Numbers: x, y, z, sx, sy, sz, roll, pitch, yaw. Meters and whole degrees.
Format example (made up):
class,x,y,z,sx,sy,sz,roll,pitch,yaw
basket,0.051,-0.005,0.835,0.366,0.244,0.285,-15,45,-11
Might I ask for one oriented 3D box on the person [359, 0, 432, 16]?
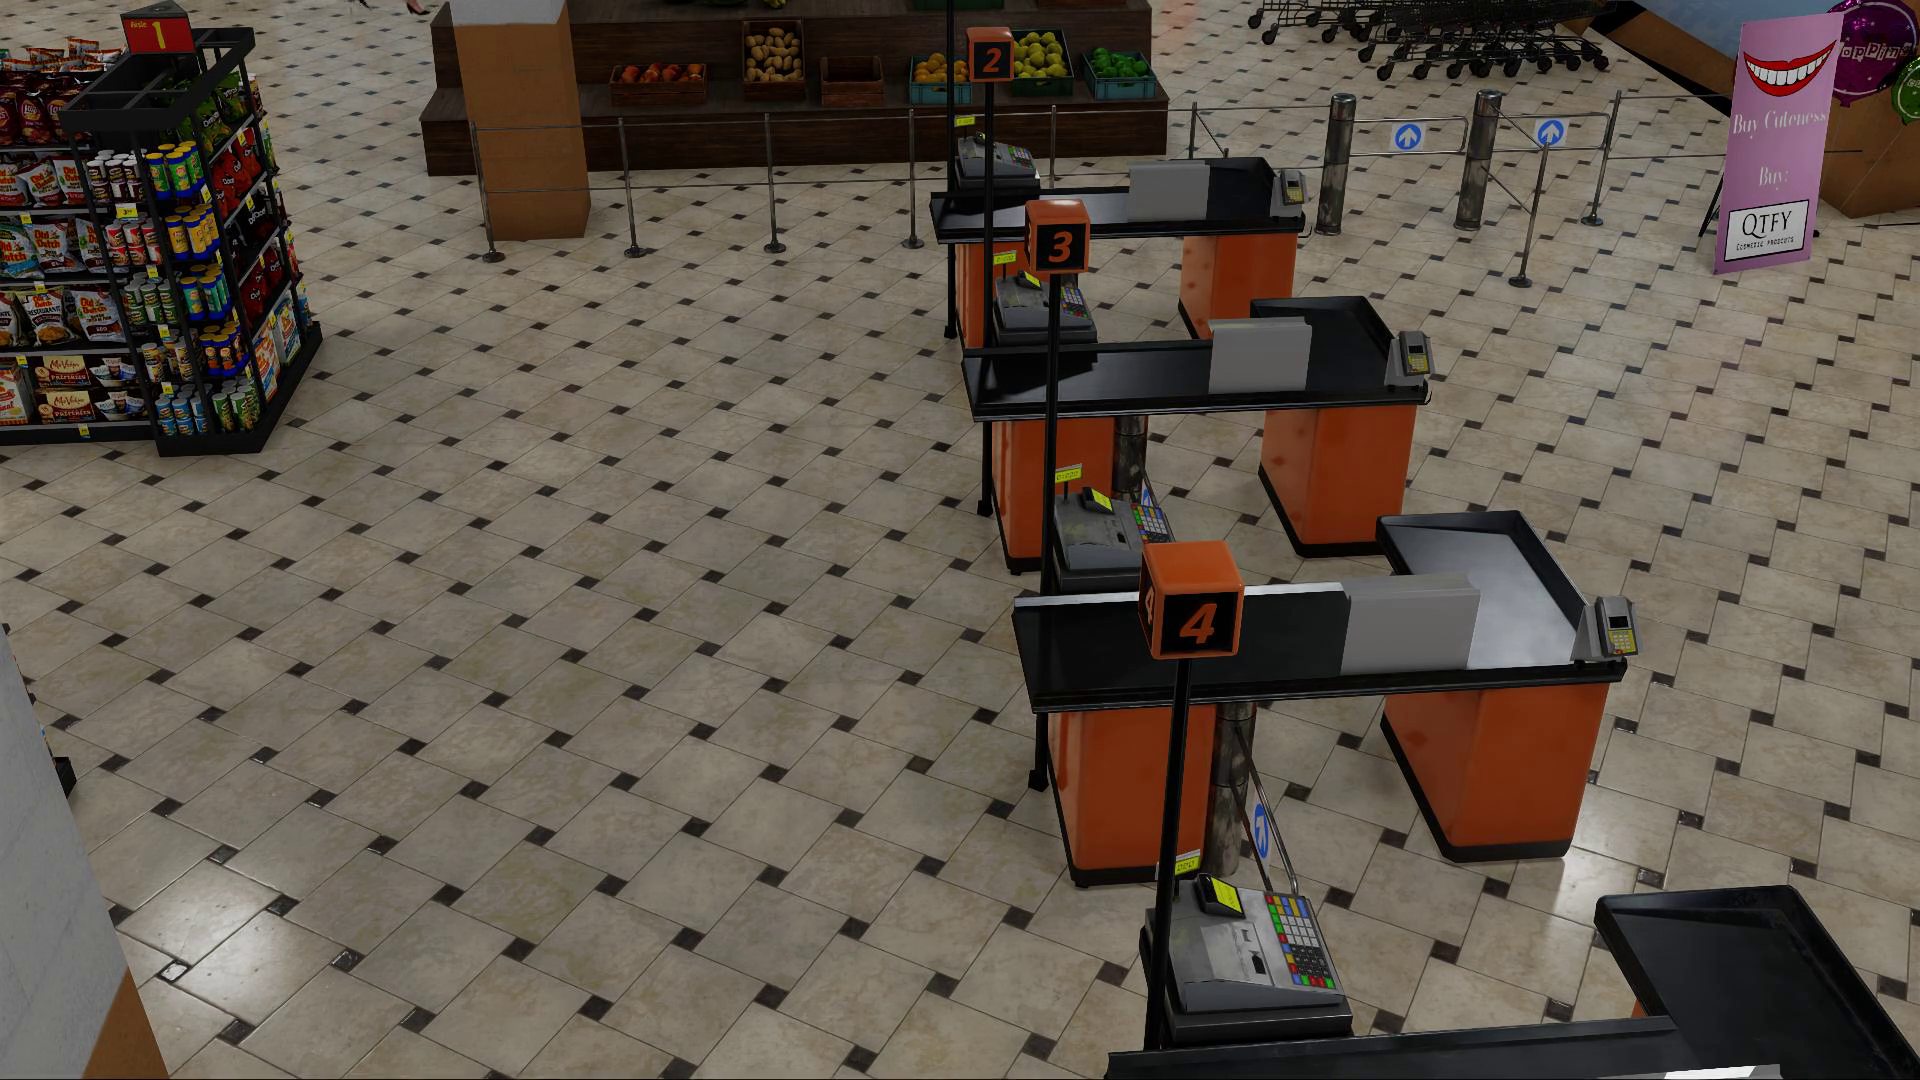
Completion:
class,x,y,z,sx,sy,sz,roll,pitch,yaw
person,-5.985,-6.224,17.104,1.076,1.648,0.697,0,32,1
